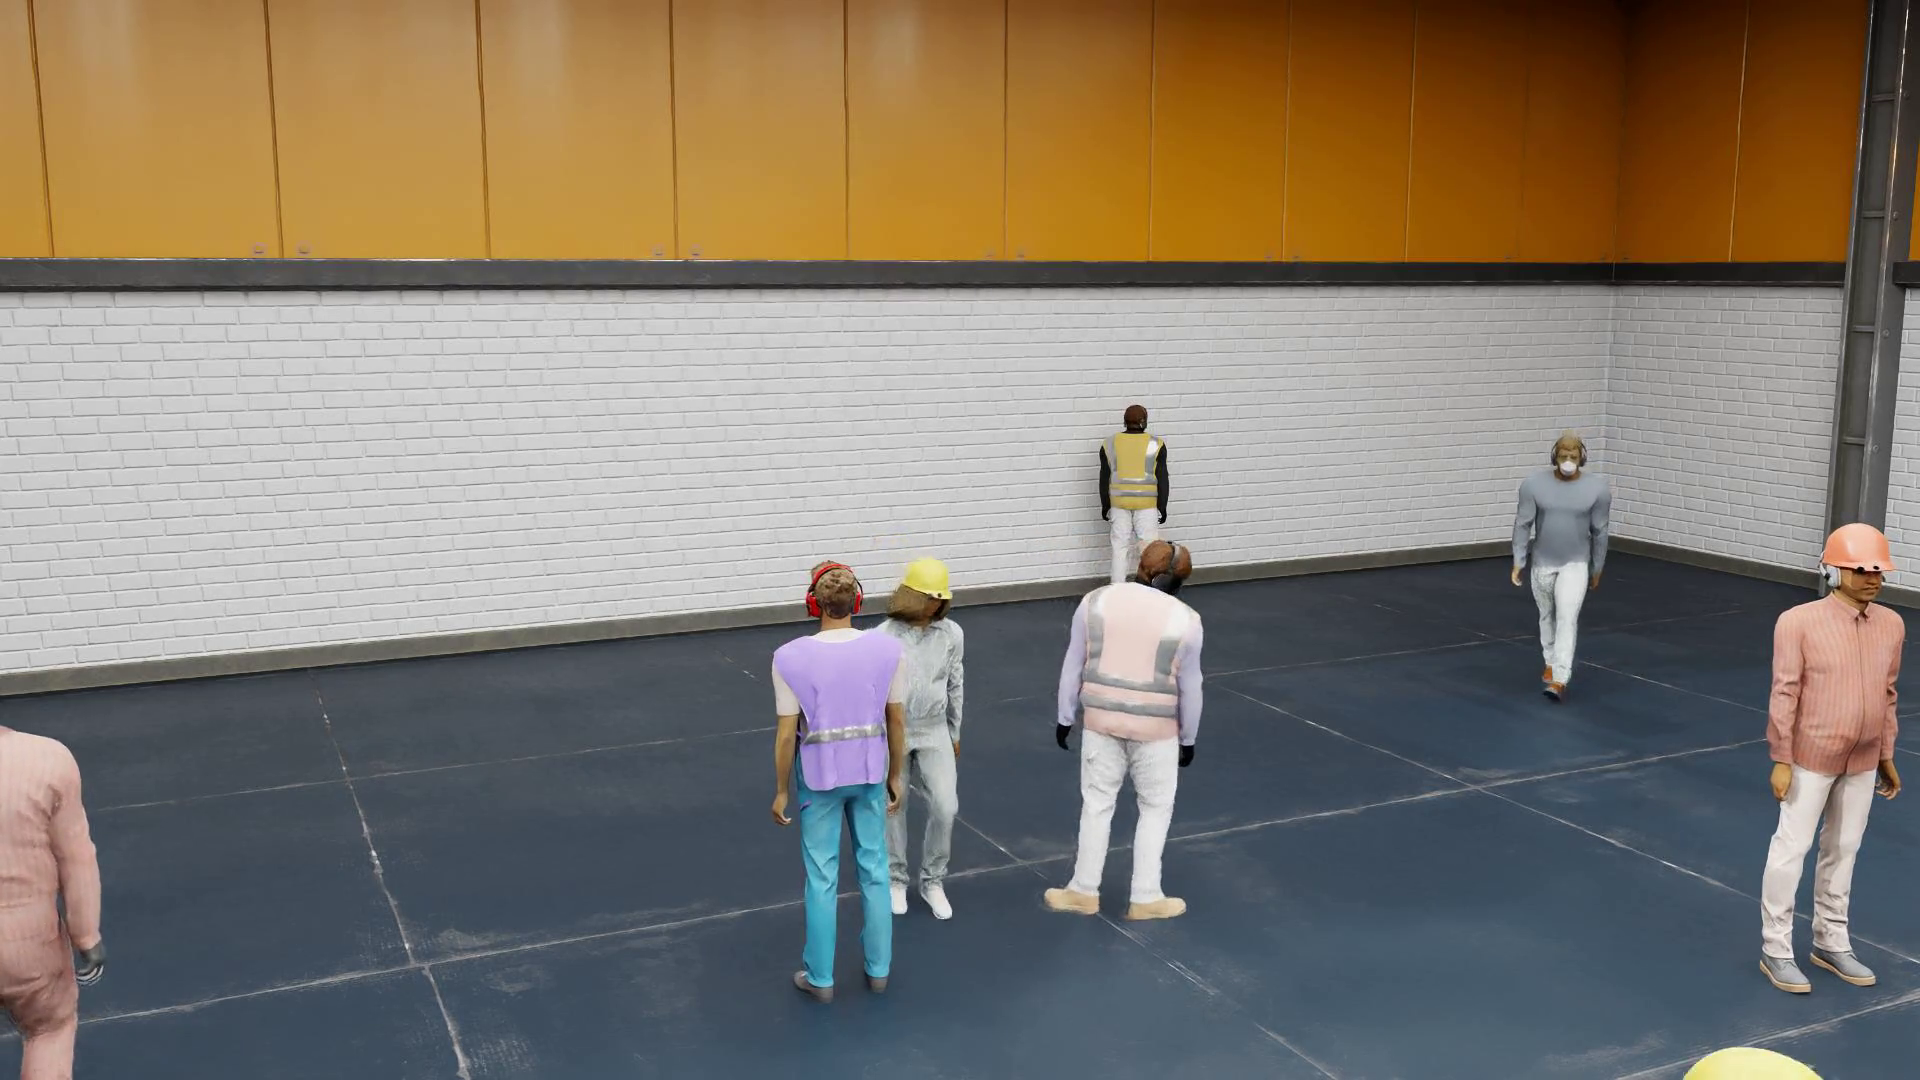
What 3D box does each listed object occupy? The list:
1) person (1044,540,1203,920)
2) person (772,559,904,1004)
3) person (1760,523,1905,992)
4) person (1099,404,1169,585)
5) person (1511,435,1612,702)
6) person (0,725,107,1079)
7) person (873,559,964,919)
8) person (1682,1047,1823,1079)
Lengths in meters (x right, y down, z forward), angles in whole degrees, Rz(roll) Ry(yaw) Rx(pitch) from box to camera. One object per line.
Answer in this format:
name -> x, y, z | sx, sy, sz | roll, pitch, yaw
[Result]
person -> 0.759, 0.888, 7.835 | 0.761, 1.810, 0.433 | 3, 10, 20
person -> -0.498, 1.008, 6.907 | 0.562, 1.850, 0.390 | -3, 10, -21
person -> 3.701, 0.914, 7.037 | 0.608, 1.996, 0.381 | -2, 9, -12
person -> 1.588, -0.313, 15.135 | 0.633, 1.839, 0.429 | 3, 9, 15
person -> 4.310, 0.185, 11.950 | 0.635, 1.882, 1.059 | 5, 10, 28
person -> -3.061, 1.259, 5.219 | 0.677, 1.890, 0.439 | -4, 10, -26
person -> -0.215, 0.935, 7.772 | 0.514, 1.716, 0.554 | -2, 9, -13
person -> 1.346, 1.700, 2.526 | 0.619, 1.888, 0.834 | -8, 12, -42
